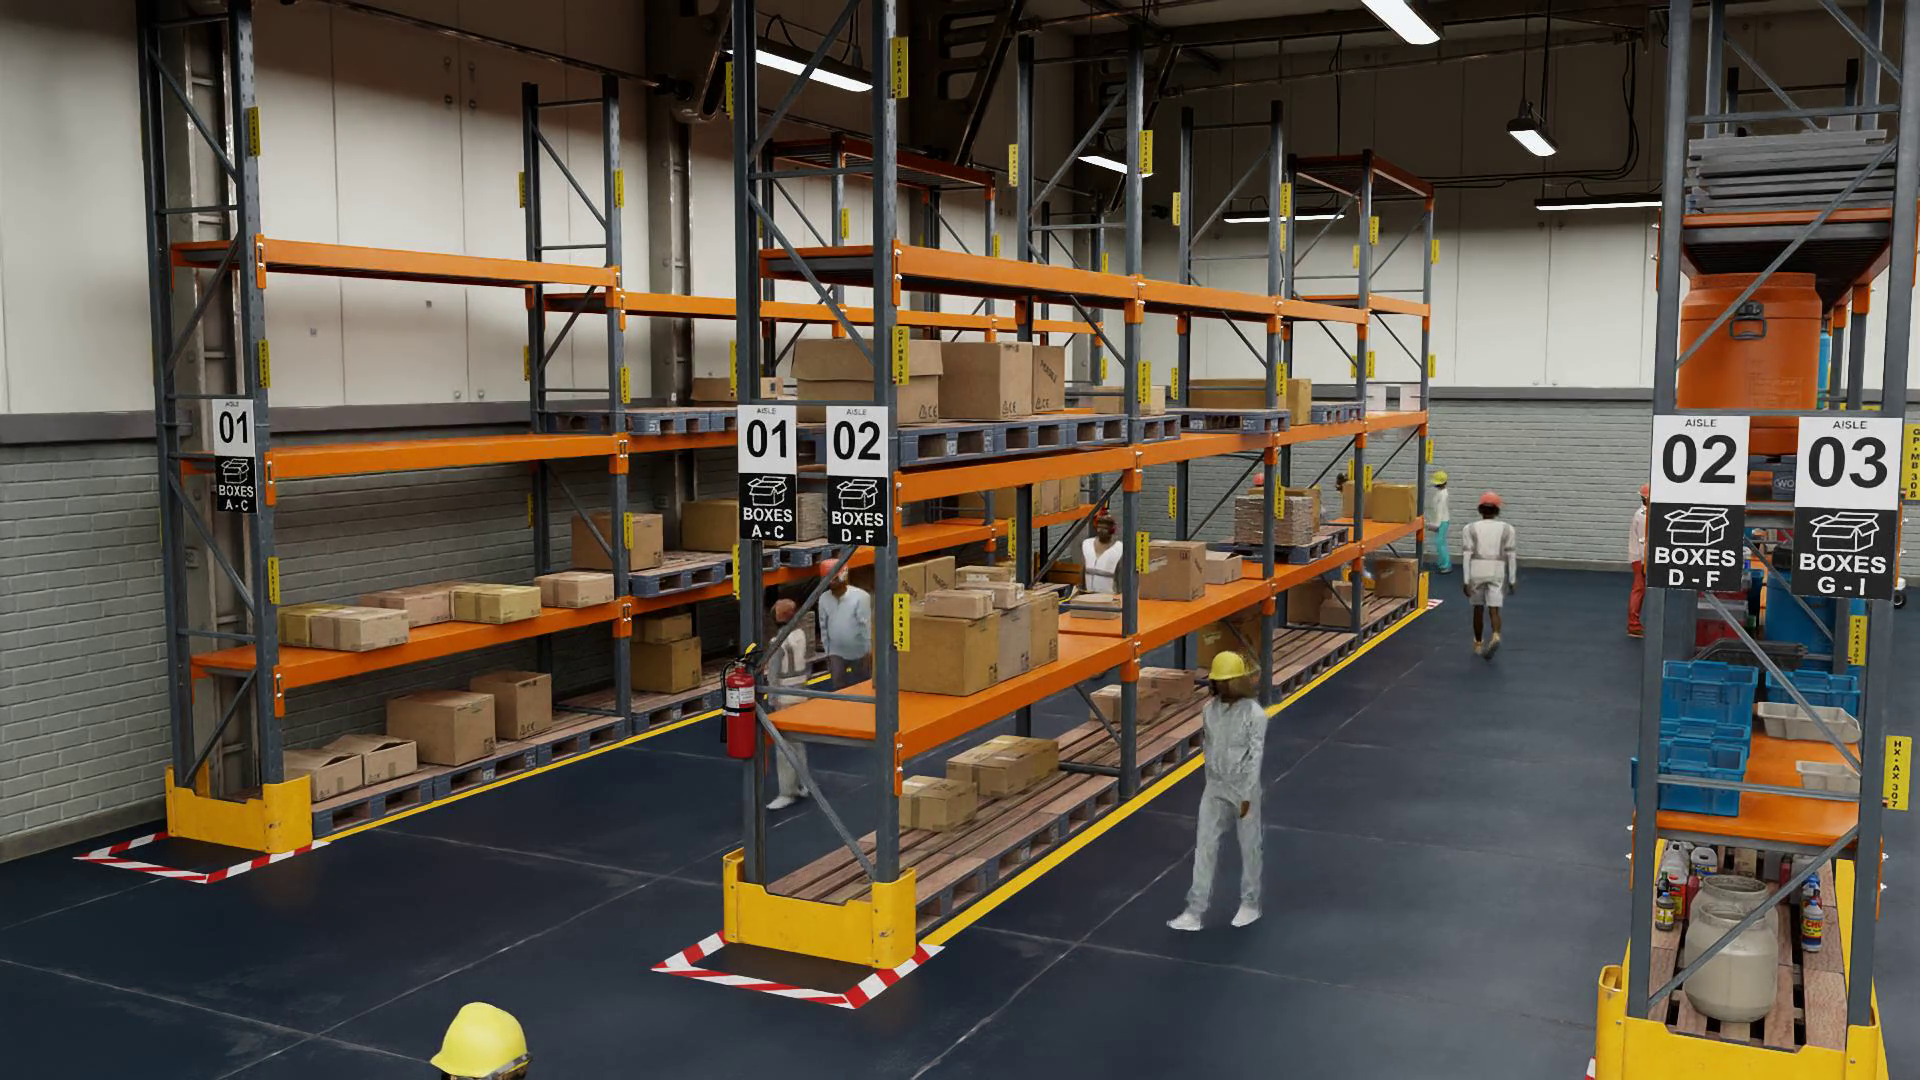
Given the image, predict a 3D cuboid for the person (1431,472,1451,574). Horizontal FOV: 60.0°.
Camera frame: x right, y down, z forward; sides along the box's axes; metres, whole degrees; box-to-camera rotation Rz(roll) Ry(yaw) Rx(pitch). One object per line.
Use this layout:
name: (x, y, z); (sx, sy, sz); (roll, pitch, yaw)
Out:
person: (8.055, -0.287, 27.838); (0.336, 1.724, 0.637); (1, 6, 12)

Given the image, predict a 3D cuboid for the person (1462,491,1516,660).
person: (6.213, 0.430, 19.538); (0.621, 2.008, 0.936); (1, 6, 13)

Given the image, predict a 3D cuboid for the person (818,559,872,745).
person: (-1.011, 0.999, 15.393); (0.597, 1.700, 0.701); (2, 6, 20)

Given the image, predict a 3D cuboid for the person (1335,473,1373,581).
person: (5.958, -0.099, 25.335); (0.553, 1.852, 0.553); (2, 6, 15)

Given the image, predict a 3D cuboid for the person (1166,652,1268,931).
person: (1.596, 1.540, 10.085); (0.494, 1.715, 0.762); (5, 8, 40)

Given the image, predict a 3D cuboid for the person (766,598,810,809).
person: (-1.357, 1.274, 13.082); (0.328, 1.629, 0.593); (2, 6, 21)

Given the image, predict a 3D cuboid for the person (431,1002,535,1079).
person: (-1.233, 2.096, 4.425); (0.324, 1.769, 0.523); (2, 6, 19)

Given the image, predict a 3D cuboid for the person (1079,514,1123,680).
person: (1.595, 0.612, 18.547); (0.607, 1.825, 0.719); (5, 7, 37)
